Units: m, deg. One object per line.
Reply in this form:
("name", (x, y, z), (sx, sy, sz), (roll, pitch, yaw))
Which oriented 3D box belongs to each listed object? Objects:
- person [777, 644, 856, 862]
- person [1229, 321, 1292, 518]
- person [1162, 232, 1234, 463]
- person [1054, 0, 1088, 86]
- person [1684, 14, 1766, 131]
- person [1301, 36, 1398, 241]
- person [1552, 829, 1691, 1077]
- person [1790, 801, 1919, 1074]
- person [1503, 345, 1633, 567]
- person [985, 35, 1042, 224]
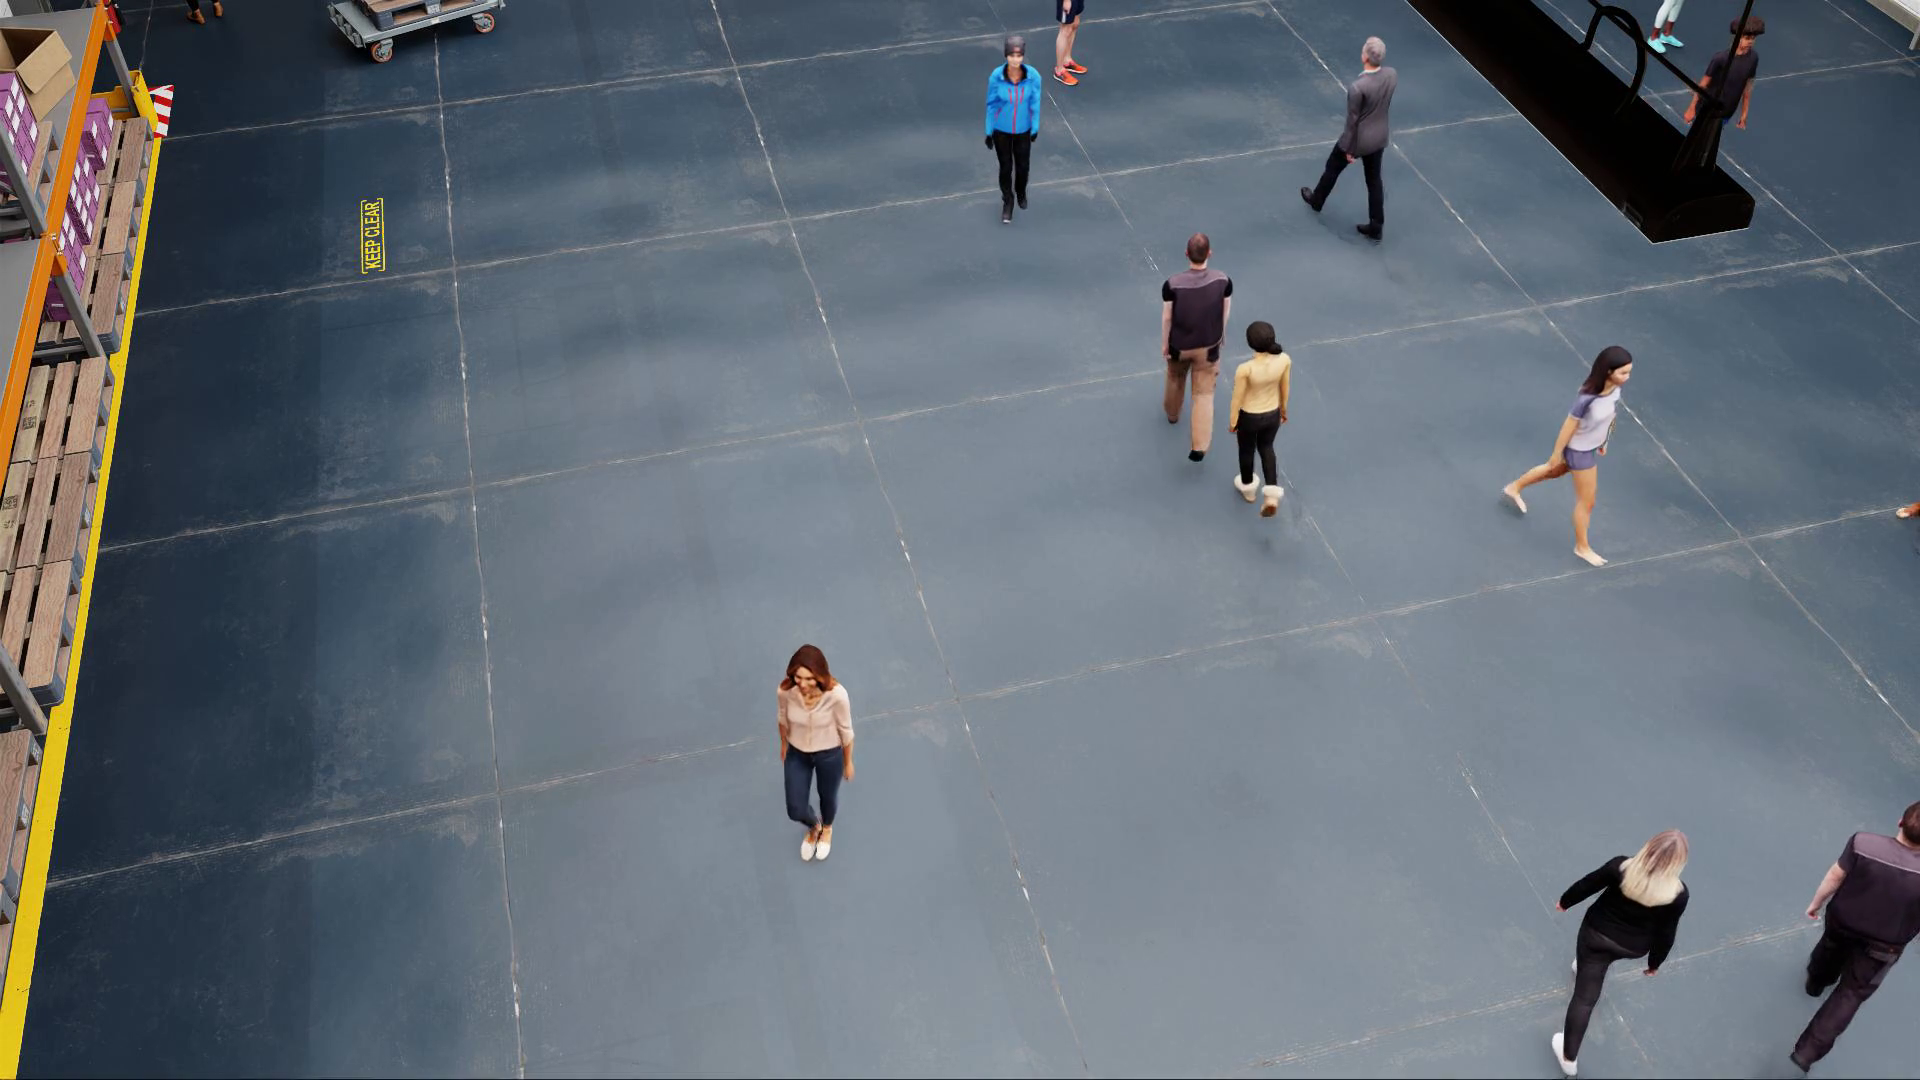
("person", (-0.815, 1.167, 9.650), (0.708, 1.783, 0.725), (6, 44, 6))
("person", (2.161, -0.830, 11.851), (0.634, 1.639, 0.856), (-8, 44, -8))
("person", (1.740, -1.409, 12.338), (0.928, 1.806, 1.227), (3, 44, 3))
("person", (1.120, -5.495, 16.594), (0.779, 1.852, 0.706), (20, 47, 19))
("person", (6.784, -3.932, 15.018), (0.699, 1.762, 1.067), (-6, 44, -7))
("person", (3.564, -3.457, 14.493), (0.921, 1.798, 1.259), (-21, 48, -21))
("person", (3.418, 2.171, 8.708), (1.169, 1.630, 1.271), (15, 46, 16))
("person", (4.714, 2.068, 8.680), (1.232, 1.817, 1.188), (32, 52, 29))
("person", (4.282, -0.693, 11.675), (0.944, 1.684, 1.227), (-31, 52, -28))
("person", (0.460, -3.670, 14.725), (0.739, 1.787, 0.787), (4, 44, 5))
